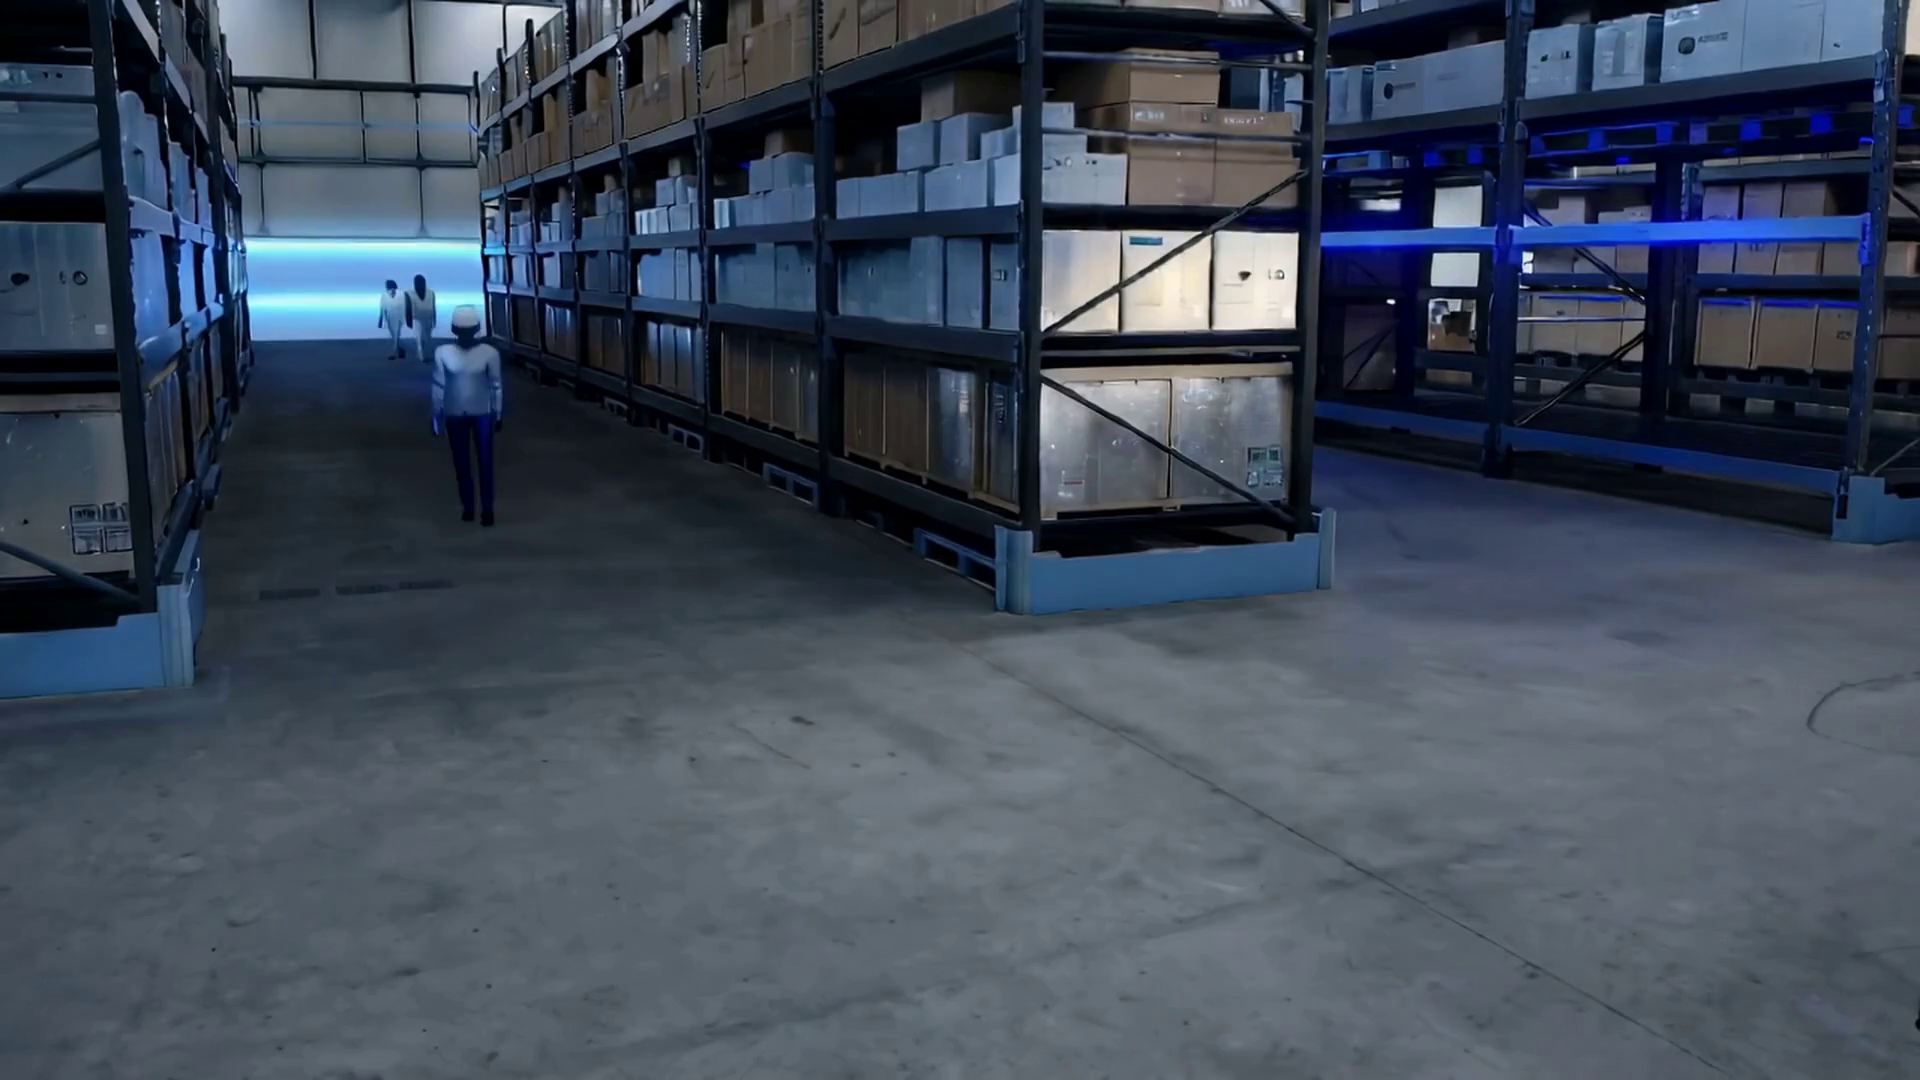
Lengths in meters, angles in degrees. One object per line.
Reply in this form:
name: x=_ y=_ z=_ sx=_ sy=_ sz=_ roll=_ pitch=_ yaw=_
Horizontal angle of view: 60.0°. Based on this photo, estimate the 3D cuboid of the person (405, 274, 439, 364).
person: x=-11.079 y=-4.552 z=34.274 sx=0.649 sy=1.828 sz=0.467 roll=-5 pitch=11 yaw=-26

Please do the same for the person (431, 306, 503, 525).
person: x=-3.878 y=-0.965 z=13.098 sx=0.537 sy=1.723 sz=0.882 roll=-2 pitch=10 yaw=-13

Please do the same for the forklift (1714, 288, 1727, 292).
forklift: x=12.961 y=-4.050 z=28.123 sx=1.873 sy=2.768 sz=1.129 roll=7 pitch=12 yaw=35

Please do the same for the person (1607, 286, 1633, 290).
person: x=13.719 y=-4.661 z=34.568 sx=0.391 sy=1.948 sz=0.605 roll=-8 pitch=12 yaw=-40

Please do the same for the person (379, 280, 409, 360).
person: x=-12.078 y=-4.698 z=35.553 sx=0.595 sy=1.698 sz=0.902 roll=2 pitch=10 yaw=12
